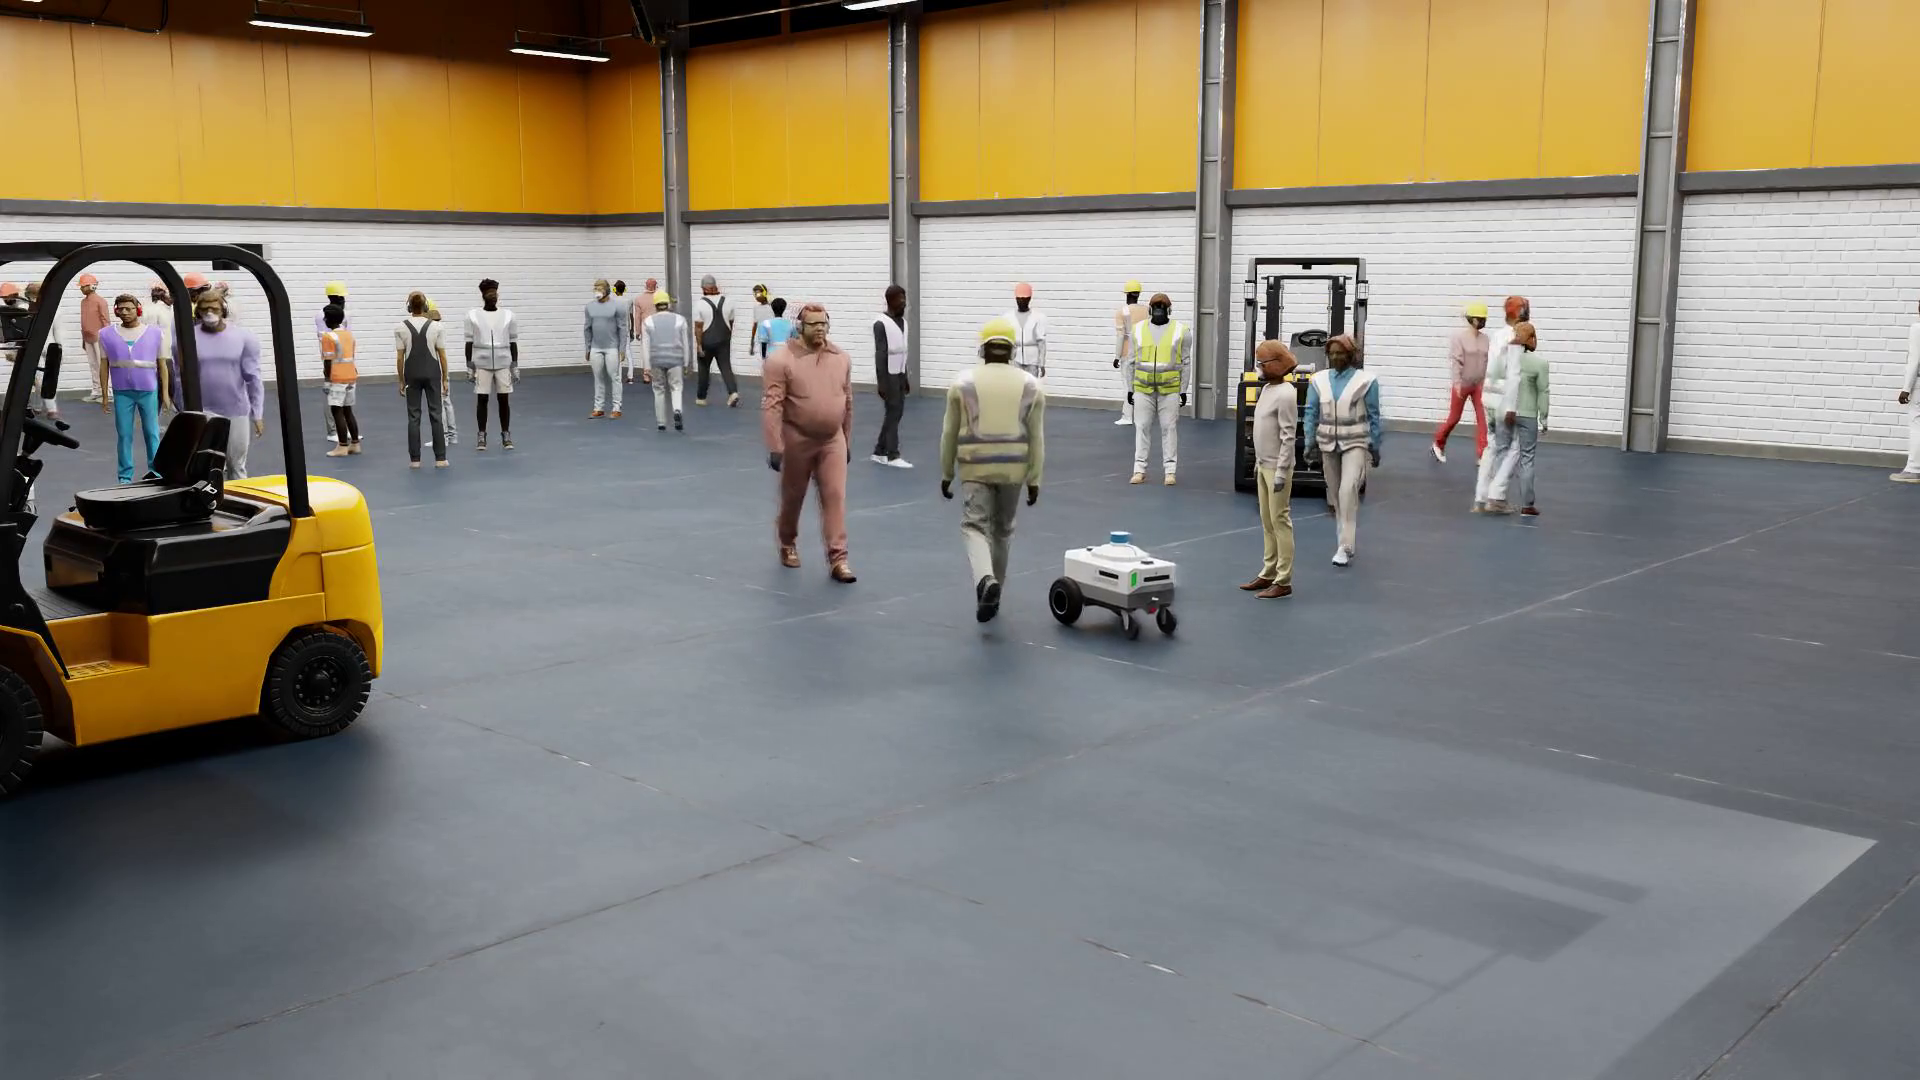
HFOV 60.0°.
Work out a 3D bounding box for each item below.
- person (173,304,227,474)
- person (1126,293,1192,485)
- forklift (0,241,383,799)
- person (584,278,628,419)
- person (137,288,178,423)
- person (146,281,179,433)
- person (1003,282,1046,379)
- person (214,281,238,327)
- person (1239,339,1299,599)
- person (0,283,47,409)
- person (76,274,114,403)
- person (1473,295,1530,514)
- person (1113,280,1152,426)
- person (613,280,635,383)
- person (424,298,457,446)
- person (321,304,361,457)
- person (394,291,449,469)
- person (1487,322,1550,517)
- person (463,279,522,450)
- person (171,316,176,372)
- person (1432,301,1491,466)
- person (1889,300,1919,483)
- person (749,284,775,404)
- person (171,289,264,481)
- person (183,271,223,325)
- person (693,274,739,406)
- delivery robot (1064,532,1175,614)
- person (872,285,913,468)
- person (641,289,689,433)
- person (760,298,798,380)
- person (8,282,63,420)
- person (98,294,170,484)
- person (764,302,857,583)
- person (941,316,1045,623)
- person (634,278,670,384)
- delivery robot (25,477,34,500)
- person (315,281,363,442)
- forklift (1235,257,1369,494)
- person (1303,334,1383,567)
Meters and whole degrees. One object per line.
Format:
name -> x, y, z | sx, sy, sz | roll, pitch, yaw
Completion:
person -> -7.564, -1.491, 16.574 | 0.527, 1.744, 0.424 | 5, 11, 30
person -> 1.899, -1.448, 15.993 | 0.627, 1.846, 0.429 | 2, 10, 14
forklift -> -3.706, -0.171, 7.093 | 1.214, 2.155, 2.313 | 9, 13, 43
person -> -4.894, -2.632, 22.962 | 0.635, 1.937, 0.352 | 3, 10, 16
person -> -10.579, -2.439, 22.093 | 0.619, 1.839, 0.430 | -4, 10, -22
person -> -9.880, -2.297, 20.922 | 0.979, 1.932, 0.655 | 0, 9, -1
person -> 0.766, -2.142, 20.046 | 0.549, 1.916, 0.584 | 1, 9, 8
person -> -11.761, -3.202, 26.689 | 0.407, 1.874, 0.797 | -3, 10, -20
person -> 1.968, -0.445, 10.489 | 0.284, 1.633, 0.498 | -1, 9, -8
person -> -13.618, -2.808, 24.283 | 0.589, 1.891, 0.944 | 3, 10, 17
person -> -13.434, -3.123, 25.800 | 0.621, 1.992, 0.397 | 6, 11, 30
person -> 4.603, -1.141, 14.112 | 0.488, 1.841, 0.614 | -1, 9, -6
person -> 2.282, -2.478, 22.050 | 0.595, 1.925, 0.370 | -6, 11, -31
person -> -6.114, -3.747, 30.013 | 0.509, 1.870, 0.328 | -7, 12, -37
person -> -6.182, -1.964, 19.524 | 0.379, 1.732, 0.498 | 1, 9, 4
person -> -6.836, -1.754, 18.348 | 0.319, 1.688, 0.538 | 1, 9, 9
person -> -5.560, -1.647, 17.210 | 0.508, 1.846, 0.345 | -2, 10, -15
person -> 4.683, -1.013, 13.968 | 0.507, 1.632, 0.267 | 6, 11, 32
person -> -5.346, -1.999, 19.084 | 0.657, 1.963, 0.508 | -3, 10, -20
person -> -8.369, -1.841, 18.113 | 0.357, 1.937, 0.551 | -5, 11, -29
person -> 5.351, -1.649, 17.535 | 0.520, 1.736, 0.836 | -3, 10, -17
person -> 9.369, -1.495, 16.162 | 0.574, 1.883, 0.356 | -5, 10, -26
person -> -3.004, -3.016, 25.643 | 0.619, 1.829, 0.716 | 6, 11, 32
person -> -5.562, -0.916, 12.506 | 0.639, 1.907, 0.815 | -3, 10, -19
person -> -8.045, -1.818, 17.650 | 0.390, 2.041, 0.614 | 0, 9, 2
person -> -3.699, -3.032, 25.103 | 0.693, 2.000, 0.996 | -6, 11, -32
delivery robot -> 0.915, 0.196, 9.570 | 0.477, 0.478, 0.707 | -6, 11, -32
person -> -0.709, -1.710, 17.461 | 0.488, 1.931, 0.607 | 4, 10, 23
person -> -3.701, -2.239, 20.916 | 0.599, 1.816, 0.565 | -2, 10, -13
person -> -2.442, -2.432, 22.522 | 0.536, 1.682, 0.501 | -2, 9, -10
person -> -12.728, -2.602, 22.951 | 1.025, 1.891, 0.631 | 6, 11, 31
person -> -7.632, -1.353, 15.399 | 0.574, 1.843, 0.374 | -3, 10, -20
person -> -1.017, -0.677, 11.249 | 0.663, 1.860, 1.007 | -4, 10, -25
person -> 0.201, -0.397, 9.689 | 0.598, 1.802, 0.735 | -2, 9, -9
person -> -5.553, -3.777, 30.078 | 0.639, 1.910, 0.407 | -2, 9, -12
delivery robot -> -7.814, -0.427, 13.388 | 0.477, 0.478, 0.707 | 1, 9, 6
person -> -7.471, -2.144, 20.006 | 0.363, 1.928, 0.587 | 2, 10, 14
forklift -> 3.309, -1.629, 16.029 | 1.214, 2.155, 2.313 | 2, 9, 11
person -> 2.646, -0.619, 11.630 | 0.513, 1.608, 0.773 | 7, 12, 37
